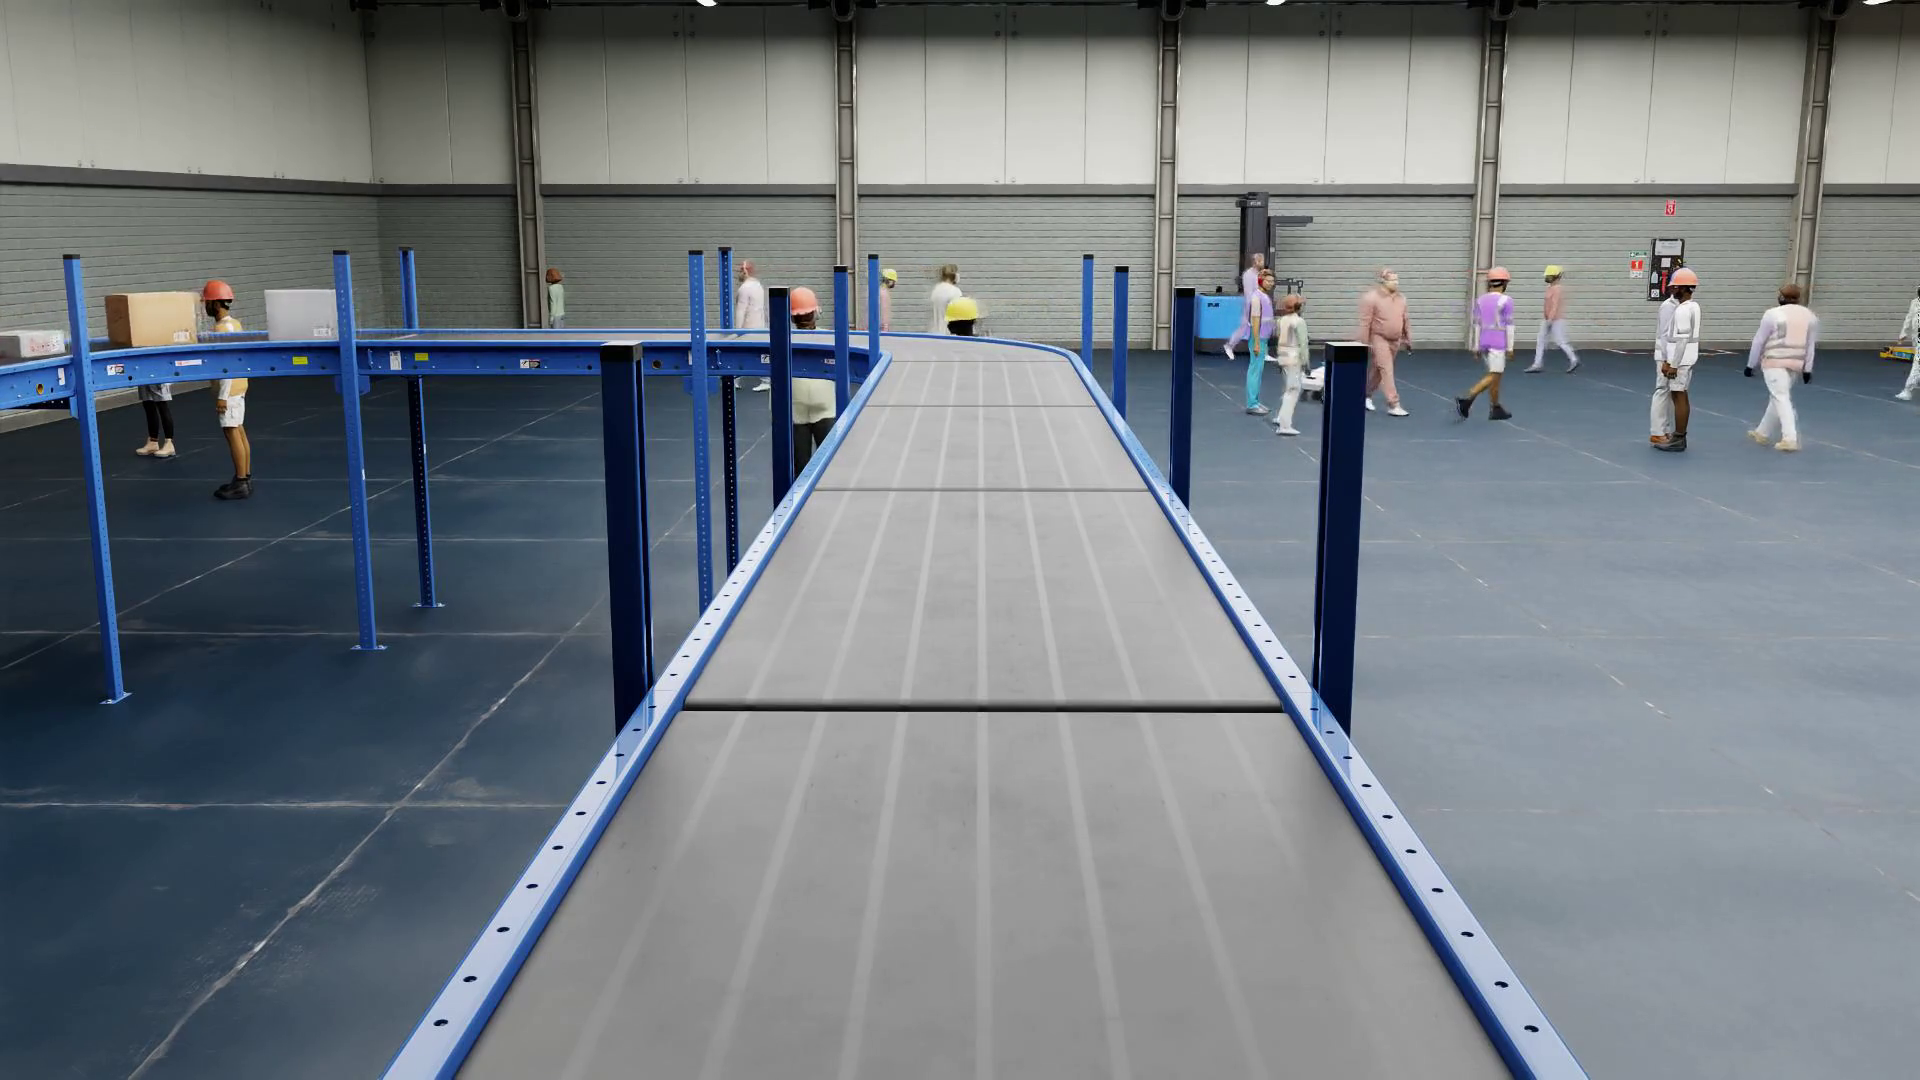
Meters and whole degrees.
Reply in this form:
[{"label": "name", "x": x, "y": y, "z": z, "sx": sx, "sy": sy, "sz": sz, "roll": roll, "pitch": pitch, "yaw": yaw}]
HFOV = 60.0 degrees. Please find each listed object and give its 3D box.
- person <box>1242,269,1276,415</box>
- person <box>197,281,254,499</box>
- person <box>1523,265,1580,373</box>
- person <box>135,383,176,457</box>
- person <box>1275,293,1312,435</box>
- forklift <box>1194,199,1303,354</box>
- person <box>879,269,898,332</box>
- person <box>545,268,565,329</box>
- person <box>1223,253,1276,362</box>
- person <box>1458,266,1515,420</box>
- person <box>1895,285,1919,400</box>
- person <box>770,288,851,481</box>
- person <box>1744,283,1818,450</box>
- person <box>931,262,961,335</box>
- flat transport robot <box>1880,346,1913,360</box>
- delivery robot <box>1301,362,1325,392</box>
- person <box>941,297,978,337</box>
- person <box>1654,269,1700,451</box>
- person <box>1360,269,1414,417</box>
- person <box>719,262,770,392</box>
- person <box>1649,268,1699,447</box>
[{"label": "person", "x": 3.819, "y": -2.536, "z": 21.280, "sx": 0.395, "sy": 1.837, "sz": 0.564, "roll": 4, "pitch": 12, "yaw": 20}, {"label": "person", "x": -6.589, "y": -1.349, "z": 14.925, "sx": 0.356, "sy": 1.937, "sz": 0.552, "roll": -2, "pitch": 11, "yaw": -12}, {"label": "person", "x": 9.601, "y": -3.558, "z": 26.795, "sx": 0.831, "sy": 1.738, "sz": 0.522, "roll": -1, "pitch": 11, "yaw": -3}, {"label": "person", "x": -8.503, "y": -1.723, "z": 17.476, "sx": 0.532, "sy": 1.694, "sz": 0.319, "roll": 7, "pitch": 13, "yaw": 31}, {"label": "person", "x": 3.849, "y": -2.024, "z": 19.213, "sx": 0.395, "sy": 1.626, "sz": 0.523, "roll": -2, "pitch": 11, "yaw": -13}, {"label": "forklift", "x": 5.313, "y": -4.851, "z": 30.603, "sx": 1.873, "sy": 2.768, "sz": 1.129, "roll": 0, "pitch": 11, "yaw": 1}, {"label": "person", "x": -1.135, "y": -3.151, "z": 24.704, "sx": 0.459, "sy": 1.731, "sz": 0.632, "roll": 0, "pitch": 11, "yaw": -2}, {"label": "person", "x": -6.841, "y": -3.773, "z": 28.163, "sx": 0.266, "sy": 1.631, "sz": 0.507, "roll": 1, "pitch": 11, "yaw": 7}, {"label": "person", "x": 5.078, "y": -4.068, "z": 29.053, "sx": 0.877, "sy": 1.881, "sz": 0.632, "roll": 9, "pitch": 14, "yaw": 39}, {"label": "person", "x": 6.534, "y": -2.423, "z": 20.556, "sx": 0.854, "sy": 1.902, "sz": 0.539, "roll": -5, "pitch": 12, "yaw": -24}, {"label": "person", "x": 13.342, "y": -2.800, "z": 23.012, "sx": 0.910, "sy": 1.698, "sz": 0.497, "roll": -3, "pitch": 11, "yaw": -16}, {"label": "person", "x": -1.123, "y": -0.920, "z": 12.661, "sx": 0.630, "sy": 1.957, "sz": 0.825, "roll": -2, "pitch": 11, "yaw": -9}, {"label": "person", "x": 8.936, "y": -1.888, "z": 18.124, "sx": 0.634, "sy": 1.792, "sz": 0.977, "roll": -3, "pitch": 11, "yaw": -13}, {"label": "person", "x": -0.173, "y": -2.588, "z": 21.319, "sx": 0.489, "sy": 1.924, "sz": 0.656, "roll": -6, "pitch": 12, "yaw": -27}, {"label": "flat transport robot", "x": 16.776, "y": -3.238, "z": 29.036, "sx": 0.652, "sy": 0.197, "sz": 1.431, "roll": 0, "pitch": 11, "yaw": 1}, {"label": "delivery robot", "x": 4.967, "y": -2.167, "z": 22.559, "sx": 0.477, "sy": 0.478, "sz": 0.707, "roll": -8, "pitch": 13, "yaw": -35}, {"label": "person", "x": 0.045, "y": -0.965, "z": 13.108, "sx": 0.971, "sy": 1.871, "sz": 0.601, "roll": -1, "pitch": 11, "yaw": -7}, {"label": "person", "x": 7.767, "y": -1.943, "z": 17.977, "sx": 0.359, "sy": 1.938, "sz": 0.547, "roll": 7, "pitch": 13, "yaw": 32}, {"label": "person", "x": 5.437, "y": -2.543, "z": 21.295, "sx": 0.653, "sy": 1.855, "sz": 1.053, "roll": -6, "pitch": 13, "yaw": -29}, {"label": "person", "x": -3.099, "y": -3.088, "z": 24.074, "sx": 0.907, "sy": 1.863, "sz": 0.666, "roll": 2, "pitch": 11, "yaw": 12}, {"label": "person", "x": 7.817, "y": -1.996, "z": 18.220, "sx": 0.406, "sy": 1.946, "sz": 0.608, "roll": 8, "pitch": 14, "yaw": 37}]
